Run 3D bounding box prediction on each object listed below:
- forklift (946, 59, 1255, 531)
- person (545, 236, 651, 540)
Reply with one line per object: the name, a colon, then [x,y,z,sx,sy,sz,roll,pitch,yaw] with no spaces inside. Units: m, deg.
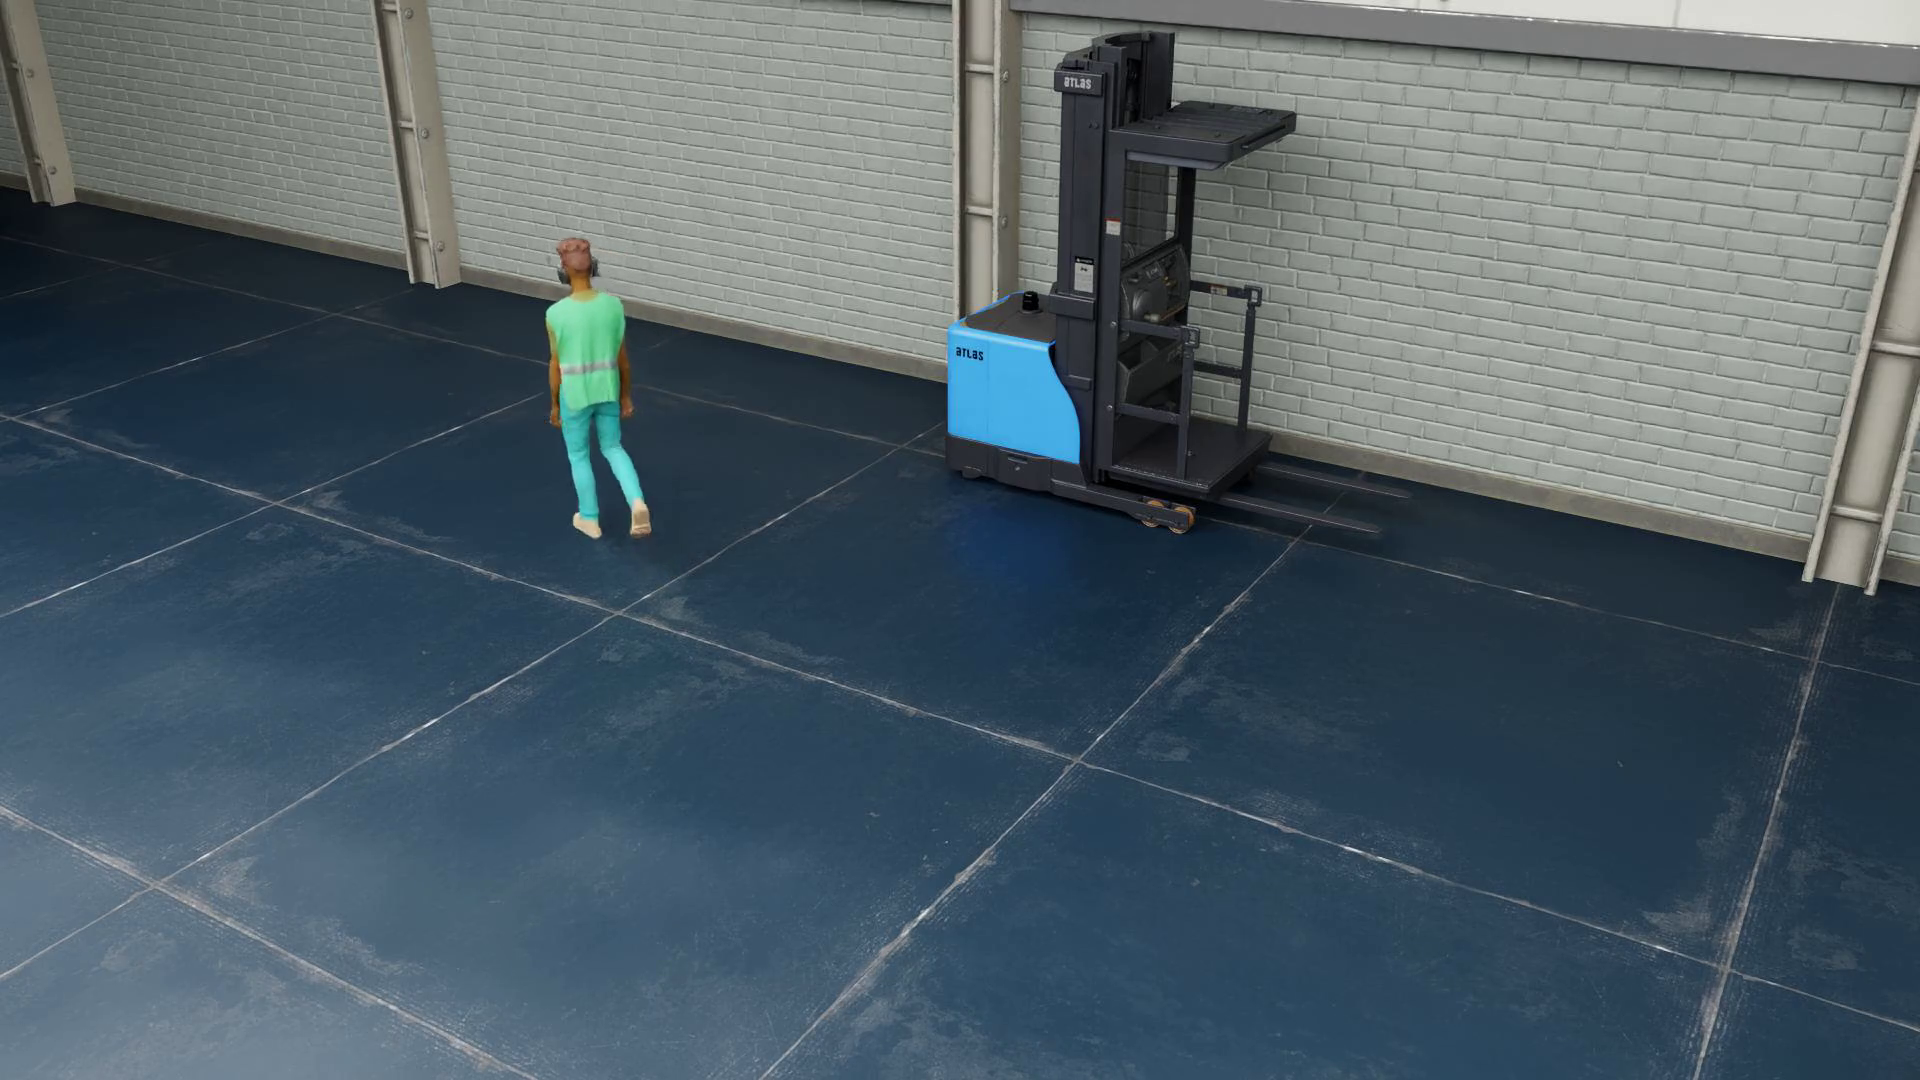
forklift: [0.933,-1.707,10.833,1.873,2.768,1.129,15,29,28]
person: [-2.236,-0.877,10.145,0.508,1.956,0.709,-16,30,-30]
